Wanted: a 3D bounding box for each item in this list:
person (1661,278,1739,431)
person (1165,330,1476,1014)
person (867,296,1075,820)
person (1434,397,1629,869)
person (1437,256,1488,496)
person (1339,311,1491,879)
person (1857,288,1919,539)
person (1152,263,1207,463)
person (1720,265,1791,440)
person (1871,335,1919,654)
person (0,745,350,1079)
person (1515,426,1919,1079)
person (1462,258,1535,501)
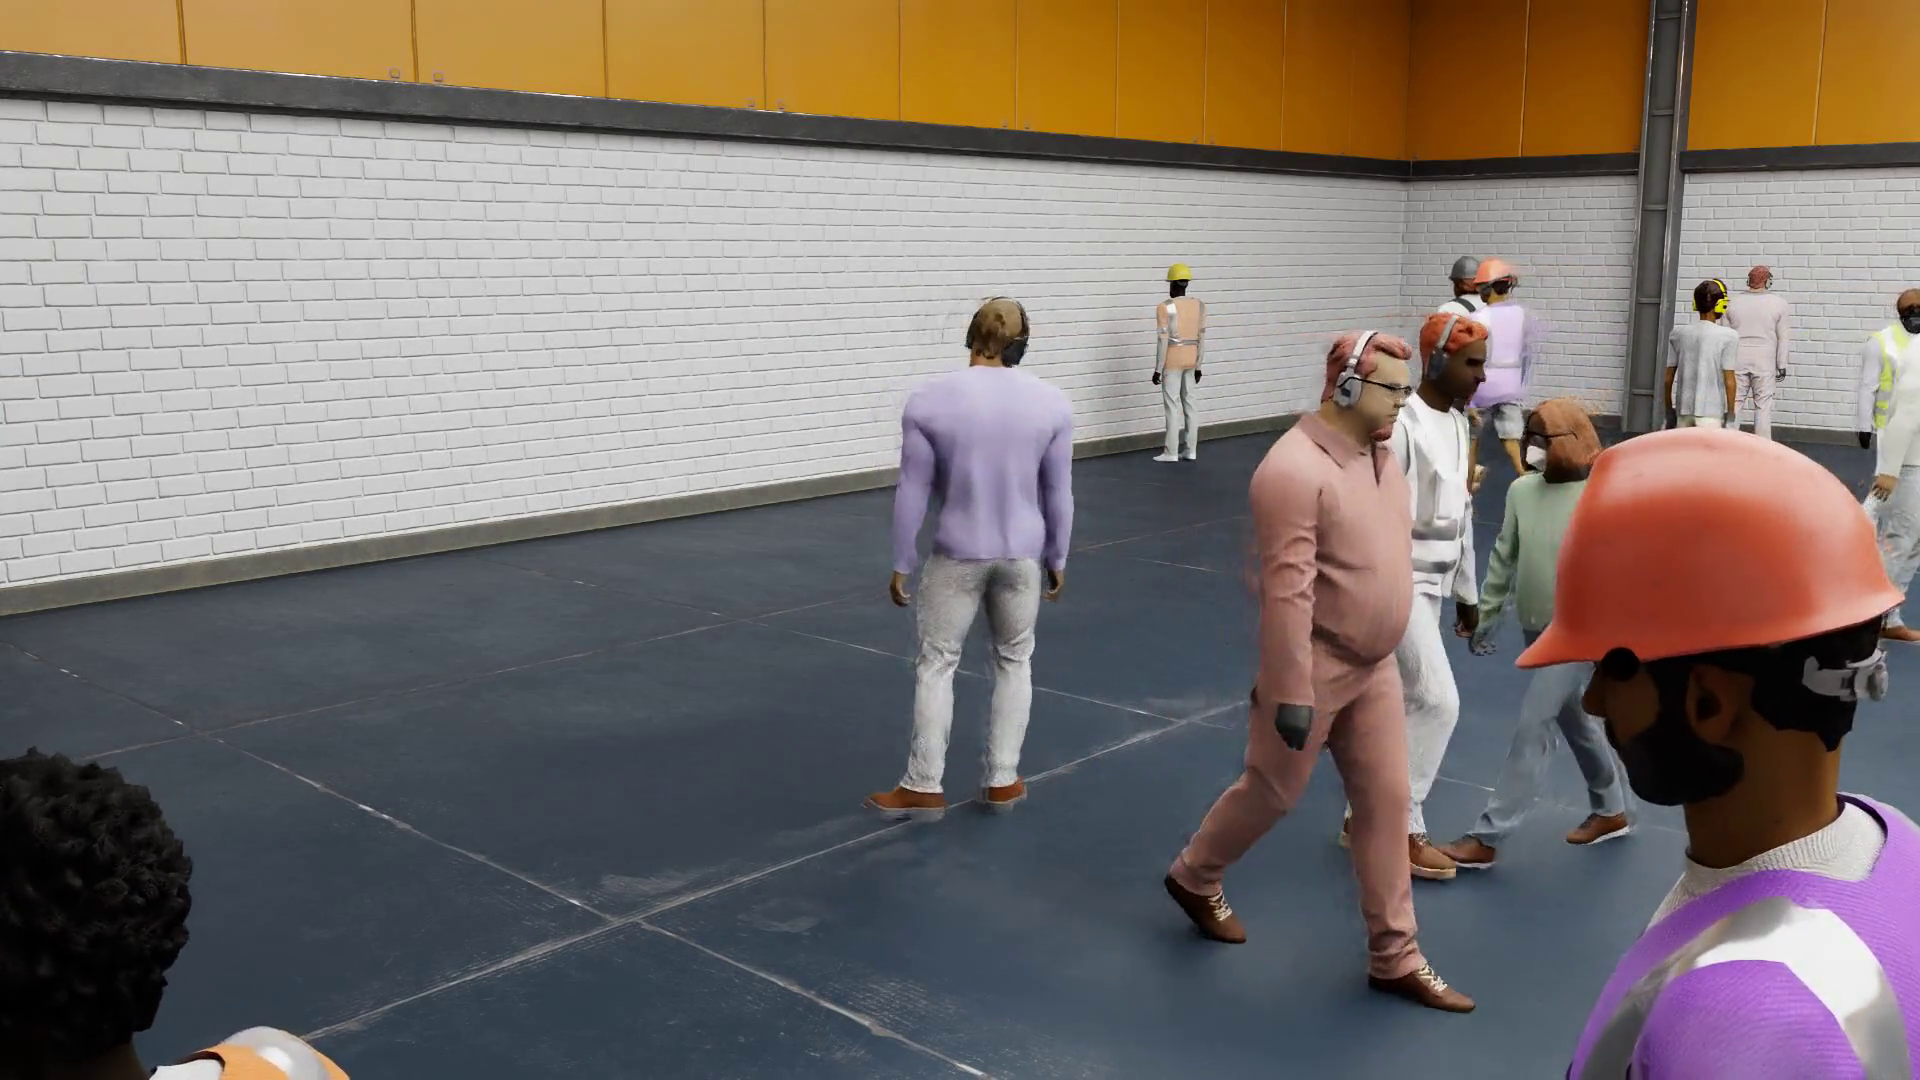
[{"bbox_3d":[5.018,-0.828,11.279,0.335,1.873,0.520,-7,12,-36],"label":"person"},{"bbox_3d":[1.007,0.334,4.703,0.648,1.867,0.955,-9,14,-42],"label":"person"},{"bbox_3d":[0.029,0.078,6.072,0.790,1.904,0.411,-1,10,-7],"label":"person"},{"bbox_3d":[1.982,0.307,5.622,0.870,1.580,0.519,-3,11,-19],"label":"person"},{"bbox_3d":[4.127,-1.312,13.549,0.692,2.000,0.729,-4,11,-21],"label":"person"},{"bbox_3d":[1.569,0.183,5.533,0.631,1.862,0.602,8,13,37],"label":"person"},{"bbox_3d":[6.298,-0.763,11.065,0.647,1.816,0.528,0,10,3],"label":"person"},{"bbox_3d":[2.108,-1.708,16.125,0.595,1.925,0.370,-7,12,-33],"label":"person"},{"bbox_3d":[7.831,-1.746,16.408,0.648,1.907,0.409,7,12,36],"label":"person"},{"bbox_3d":[4.887,-0.358,8.544,0.468,1.894,0.765,8,13,39],"label":"person"},{"bbox_3d":[-0.675,1.000,1.395,0.319,1.695,0.538,3,10,17],"label":"person"},{"bbox_3d":[0.648,0.861,1.502,0.374,1.927,0.542,7,12,34],"label":"person"},{"bbox_3d":[4.037,-1.102,12.456,0.601,2.013,0.985,-3,10,-14],"label":"person"}]
